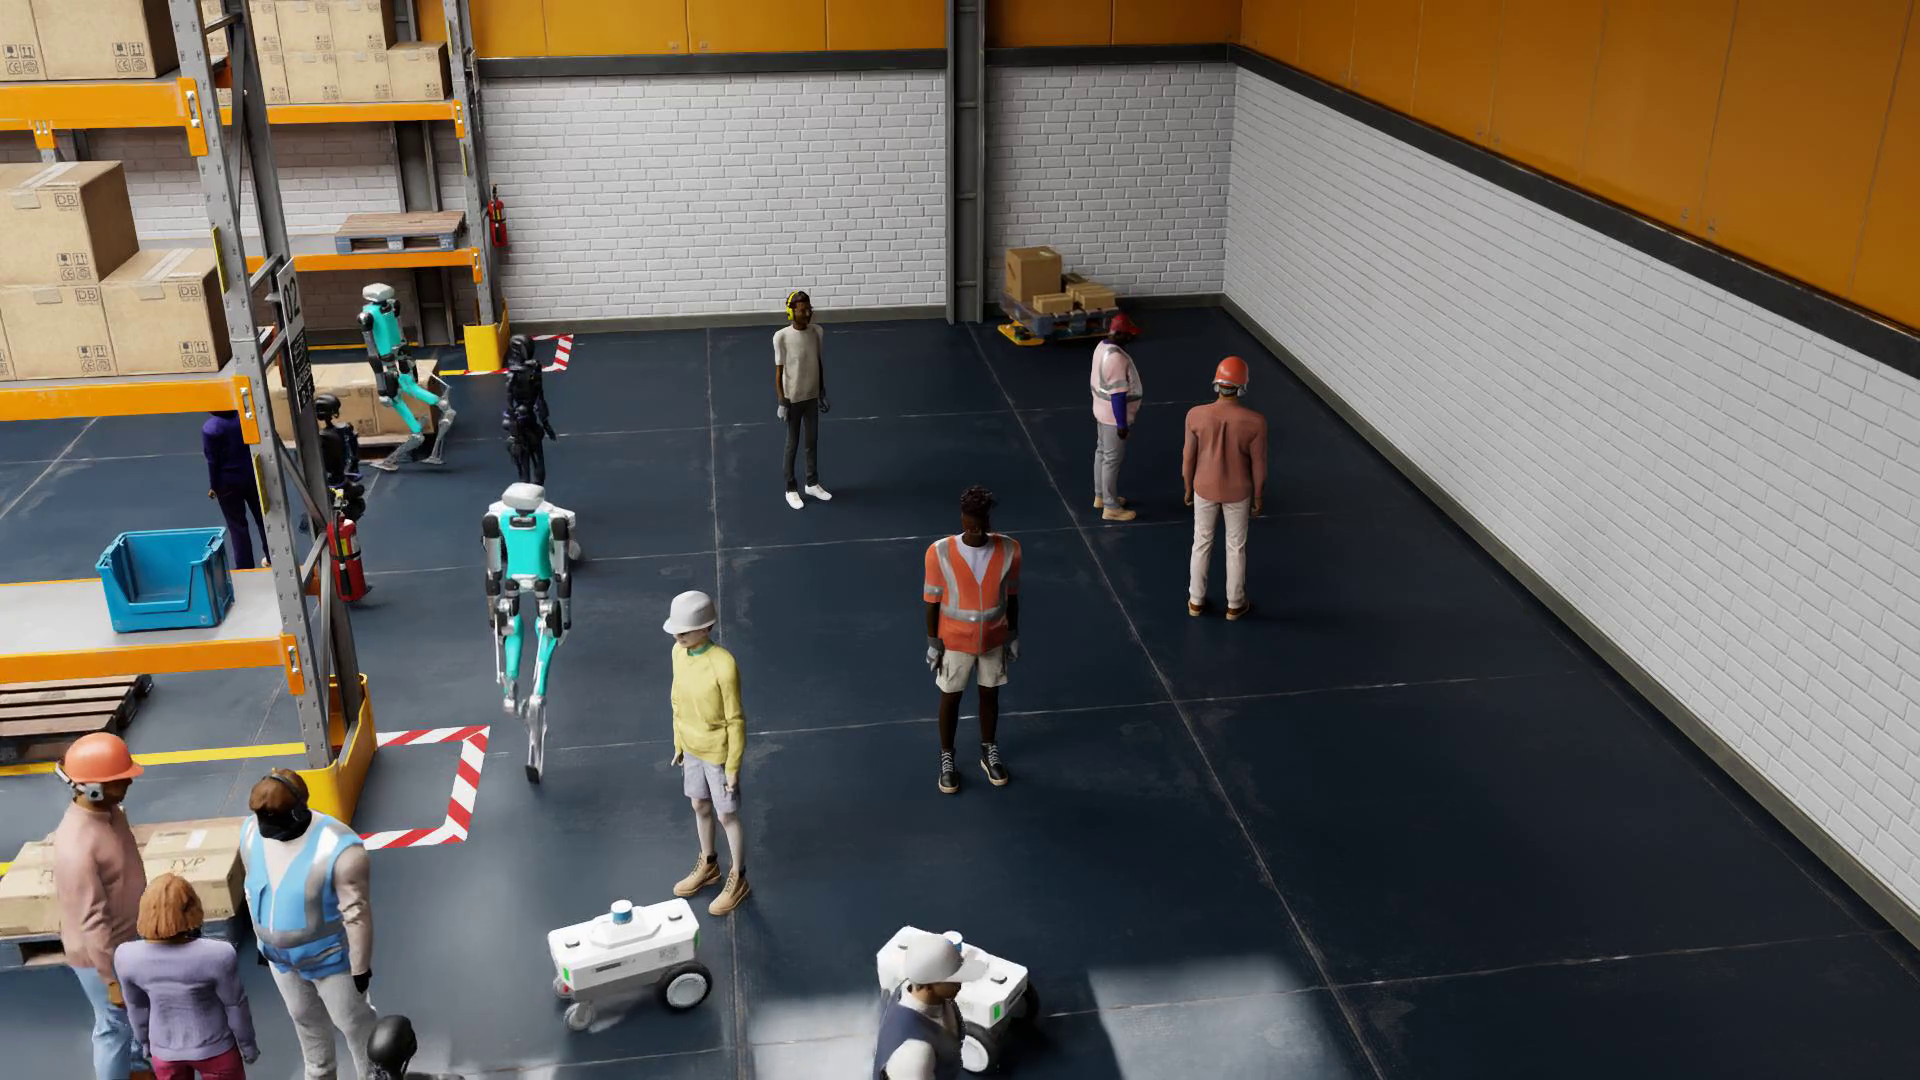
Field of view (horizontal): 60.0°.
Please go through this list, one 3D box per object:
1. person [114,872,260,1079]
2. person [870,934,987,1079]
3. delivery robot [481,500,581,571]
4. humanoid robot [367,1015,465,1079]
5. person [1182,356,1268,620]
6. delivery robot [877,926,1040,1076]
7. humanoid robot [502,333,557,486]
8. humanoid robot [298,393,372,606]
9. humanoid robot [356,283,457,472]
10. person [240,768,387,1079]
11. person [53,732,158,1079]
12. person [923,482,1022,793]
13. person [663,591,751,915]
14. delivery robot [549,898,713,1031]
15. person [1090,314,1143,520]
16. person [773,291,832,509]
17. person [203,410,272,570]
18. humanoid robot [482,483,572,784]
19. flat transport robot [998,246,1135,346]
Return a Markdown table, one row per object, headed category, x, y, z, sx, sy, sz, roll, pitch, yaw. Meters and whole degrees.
| category | x | y | z | sx | sy | sz | roll | pitch | yaw |
| --- | --- | --- | --- | --- | --- | --- | --- | --- | --- |
| person | -3.176 | 2.104 | 6.917 | 0.494 | 1.625 | 0.278 | -1 | 24 | -2 |
| person | -0.034 | 2.270 | 6.414 | 0.830 | 1.728 | 0.721 | 6 | 24 | 13 |
| delivery robot | -3.409 | -0.105 | 13.272 | 0.791 | 0.589 | 0.499 | 15 | 28 | 30 |
| humanoid robot | -1.994 | 2.458 | 6.106 | 0.600 | 1.638 | 0.763 | -4 | 24 | -9 |
| person | 1.917 | -0.368 | 12.090 | 0.614 | 1.994 | 0.378 | 7 | 25 | 16 |
| delivery robot | -0.014 | 2.179 | 8.075 | 0.765 | 0.594 | 0.513 | 13 | 27 | 27 |
| humanoid robot | -3.570 | -0.909 | 13.710 | 0.339 | 1.647 | 0.589 | 5 | 24 | 12 |
| humanoid robot | -4.617 | -0.294 | 12.325 | 0.426 | 1.639 | 0.602 | 9 | 25 | 19 |
| humanoid robot | -4.863 | -1.386 | 14.727 | 0.909 | 1.764 | 0.543 | 6 | 24 | 14 |
| person | -2.856 | 1.811 | 7.328 | 0.628 | 1.835 | 0.429 | 8 | 25 | 18 |
| person | -3.693 | 1.751 | 7.288 | 0.481 | 1.967 | 0.651 | -4 | 24 | -9 |
| person | 0.082 | 0.582 | 9.962 | 0.601 | 1.965 | 0.368 | -6 | 24 | -14 |
| person | -1.342 | 1.115 | 8.844 | 0.487 | 1.887 | 0.400 | 18 | 29 | 35 |
| delivery robot | -1.666 | 2.072 | 8.308 | 0.772 | 0.586 | 0.499 | -10 | 26 | -22 |
| person | 1.309 | -1.038 | 13.921 | 0.419 | 1.748 | 0.612 | -3 | 24 | -7 |
| person | -1.332 | -1.200 | 14.134 | 0.509 | 1.876 | 0.329 | -19 | 30 | -37 |
| person | -5.539 | -0.454 | 12.740 | 0.343 | 1.623 | 0.456 | 15 | 28 | 31 |
| humanoid robot | -2.681 | 0.630 | 10.194 | 0.550 | 1.809 | 0.912 | 0 | 24 | -1 |
| flat transport robot | 1.214 | -2.444 | 18.964 | 1.431 | 0.231 | 0.659 | -8 | 25 | -17 |
